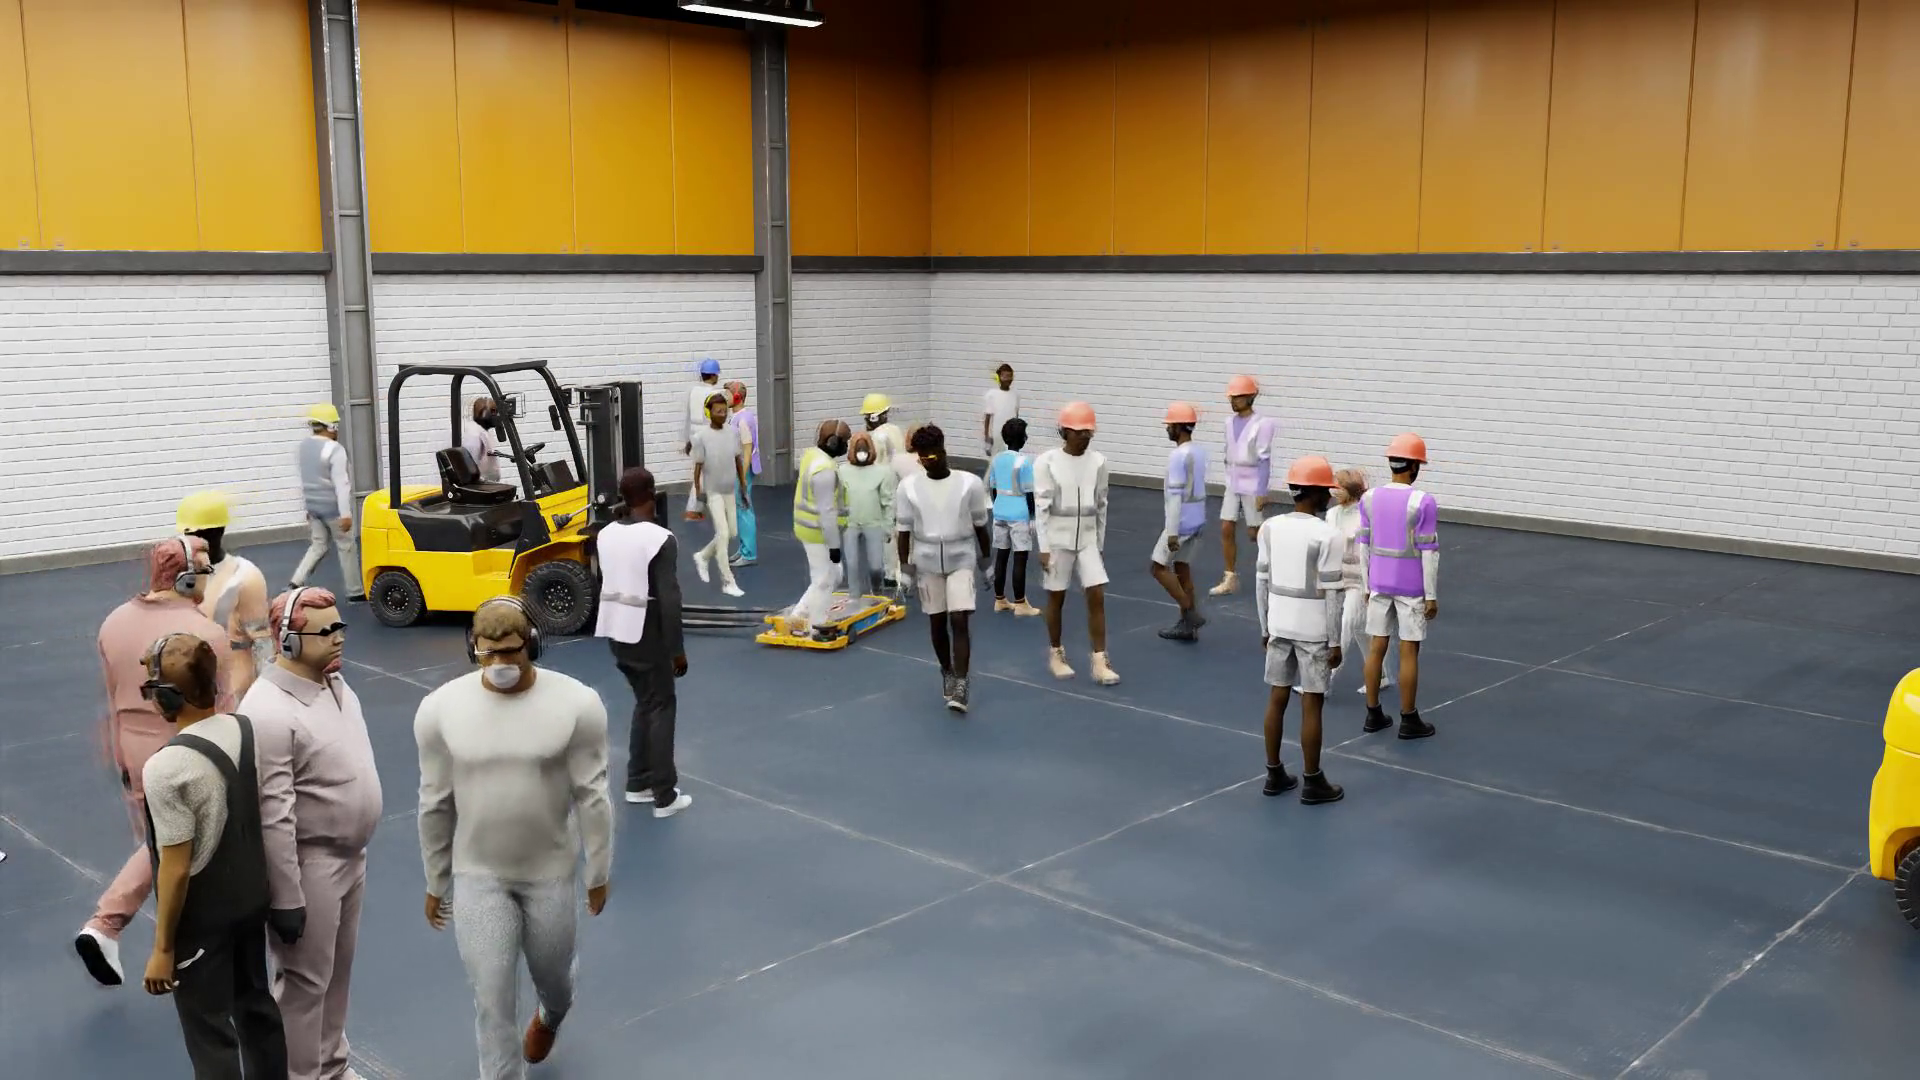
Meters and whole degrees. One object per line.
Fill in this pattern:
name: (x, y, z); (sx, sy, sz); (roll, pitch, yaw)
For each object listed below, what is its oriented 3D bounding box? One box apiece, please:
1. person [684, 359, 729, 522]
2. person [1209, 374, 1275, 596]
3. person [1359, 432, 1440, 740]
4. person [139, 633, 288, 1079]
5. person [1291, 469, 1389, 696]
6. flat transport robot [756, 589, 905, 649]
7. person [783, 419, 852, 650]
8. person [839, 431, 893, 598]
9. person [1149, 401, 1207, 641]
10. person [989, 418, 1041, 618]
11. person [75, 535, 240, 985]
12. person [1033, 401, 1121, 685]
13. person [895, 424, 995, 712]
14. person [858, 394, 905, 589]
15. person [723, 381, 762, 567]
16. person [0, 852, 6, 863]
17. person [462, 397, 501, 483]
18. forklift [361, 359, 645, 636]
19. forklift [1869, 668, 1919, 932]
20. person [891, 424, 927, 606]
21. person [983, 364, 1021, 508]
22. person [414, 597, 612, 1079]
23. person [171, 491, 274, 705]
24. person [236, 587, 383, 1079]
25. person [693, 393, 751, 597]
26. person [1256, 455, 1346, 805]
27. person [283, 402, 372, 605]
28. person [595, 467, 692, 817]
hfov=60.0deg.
person: (-2.921, -1.181, 19.601); (0.644, 1.888, 1.014); (9, 13, 44)
person: (2.643, -0.504, 15.088); (0.796, 2.013, 0.614); (-7, 12, -37)
person: (2.776, 0.287, 10.485); (0.363, 1.933, 0.543); (-9, 13, -44)
person: (-2.355, 1.192, 5.222); (0.345, 1.840, 0.504); (2, 9, 12)
person: (2.631, 0.310, 11.382); (0.903, 1.583, 0.534); (-4, 10, -23)
flat transport robot: (-1.025, 0.628, 13.471); (0.652, 0.197, 1.431); (4, 10, 21)
person: (-1.049, -0.026, 12.778); (0.457, 1.813, 0.668); (-2, 9, -10)
person: (-0.807, -0.096, 13.785); (0.509, 1.622, 0.414); (0, 9, 2)
person: (1.726, -0.137, 13.120); (0.404, 1.918, 0.564); (5, 11, 30)
person: (0.464, -0.191, 14.130); (0.318, 1.699, 0.535); (-7, 12, -38)
person: (-3.235, 0.926, 6.738); (0.652, 1.885, 0.648); (4, 10, 24)
person: (0.835, 0.040, 11.740); (0.624, 2.010, 0.853); (-3, 10, -18)
person: (-0.108, 0.196, 11.099); (0.657, 1.916, 0.939); (1, 9, 4)
person: (-0.762, -0.443, 15.329); (0.561, 1.805, 0.623); (3, 10, 19)
person: (-2.164, -0.654, 16.516); (0.373, 1.843, 0.571); (-2, 10, -14)
person: (-5.033, 0.680, 8.228); (0.739, 1.883, 0.653); (-2, 10, -13)
person: (-4.425, -0.406, 15.185); (0.987, 1.785, 0.658); (-2, 10, -14)
forklift: (-3.850, -0.407, 13.936); (2.313, 2.155, 1.214); (2, 9, 11)
forklift: (5.205, 0.723, 7.013); (2.313, 2.155, 1.214); (9, 13, 43)
person: (-0.374, -0.202, 14.434); (0.521, 1.616, 0.639); (3, 10, 16)
person: (0.486, -1.238, 20.191); (0.522, 1.827, 0.980); (-4, 10, -22)
person: (-1.500, 1.095, 5.667); (0.633, 1.903, 0.866); (-2, 9, -11)
person: (-3.653, 0.669, 8.292); (0.588, 1.888, 0.949); (5, 10, 26)
person: (-2.151, 1.095, 5.612); (0.408, 1.906, 0.654); (0, 9, -1)
person: (-2.207, -0.434, 15.182); (0.764, 1.847, 0.539); (9, 13, 43)
person: (1.899, 0.492, 9.223); (0.375, 1.934, 0.547); (-8, 12, -42)
person: (-5.490, -0.292, 14.413); (0.610, 1.810, 0.762); (6, 11, 31)
person: (-1.739, 0.550, 9.053); (0.625, 1.877, 0.446); (8, 13, 42)
